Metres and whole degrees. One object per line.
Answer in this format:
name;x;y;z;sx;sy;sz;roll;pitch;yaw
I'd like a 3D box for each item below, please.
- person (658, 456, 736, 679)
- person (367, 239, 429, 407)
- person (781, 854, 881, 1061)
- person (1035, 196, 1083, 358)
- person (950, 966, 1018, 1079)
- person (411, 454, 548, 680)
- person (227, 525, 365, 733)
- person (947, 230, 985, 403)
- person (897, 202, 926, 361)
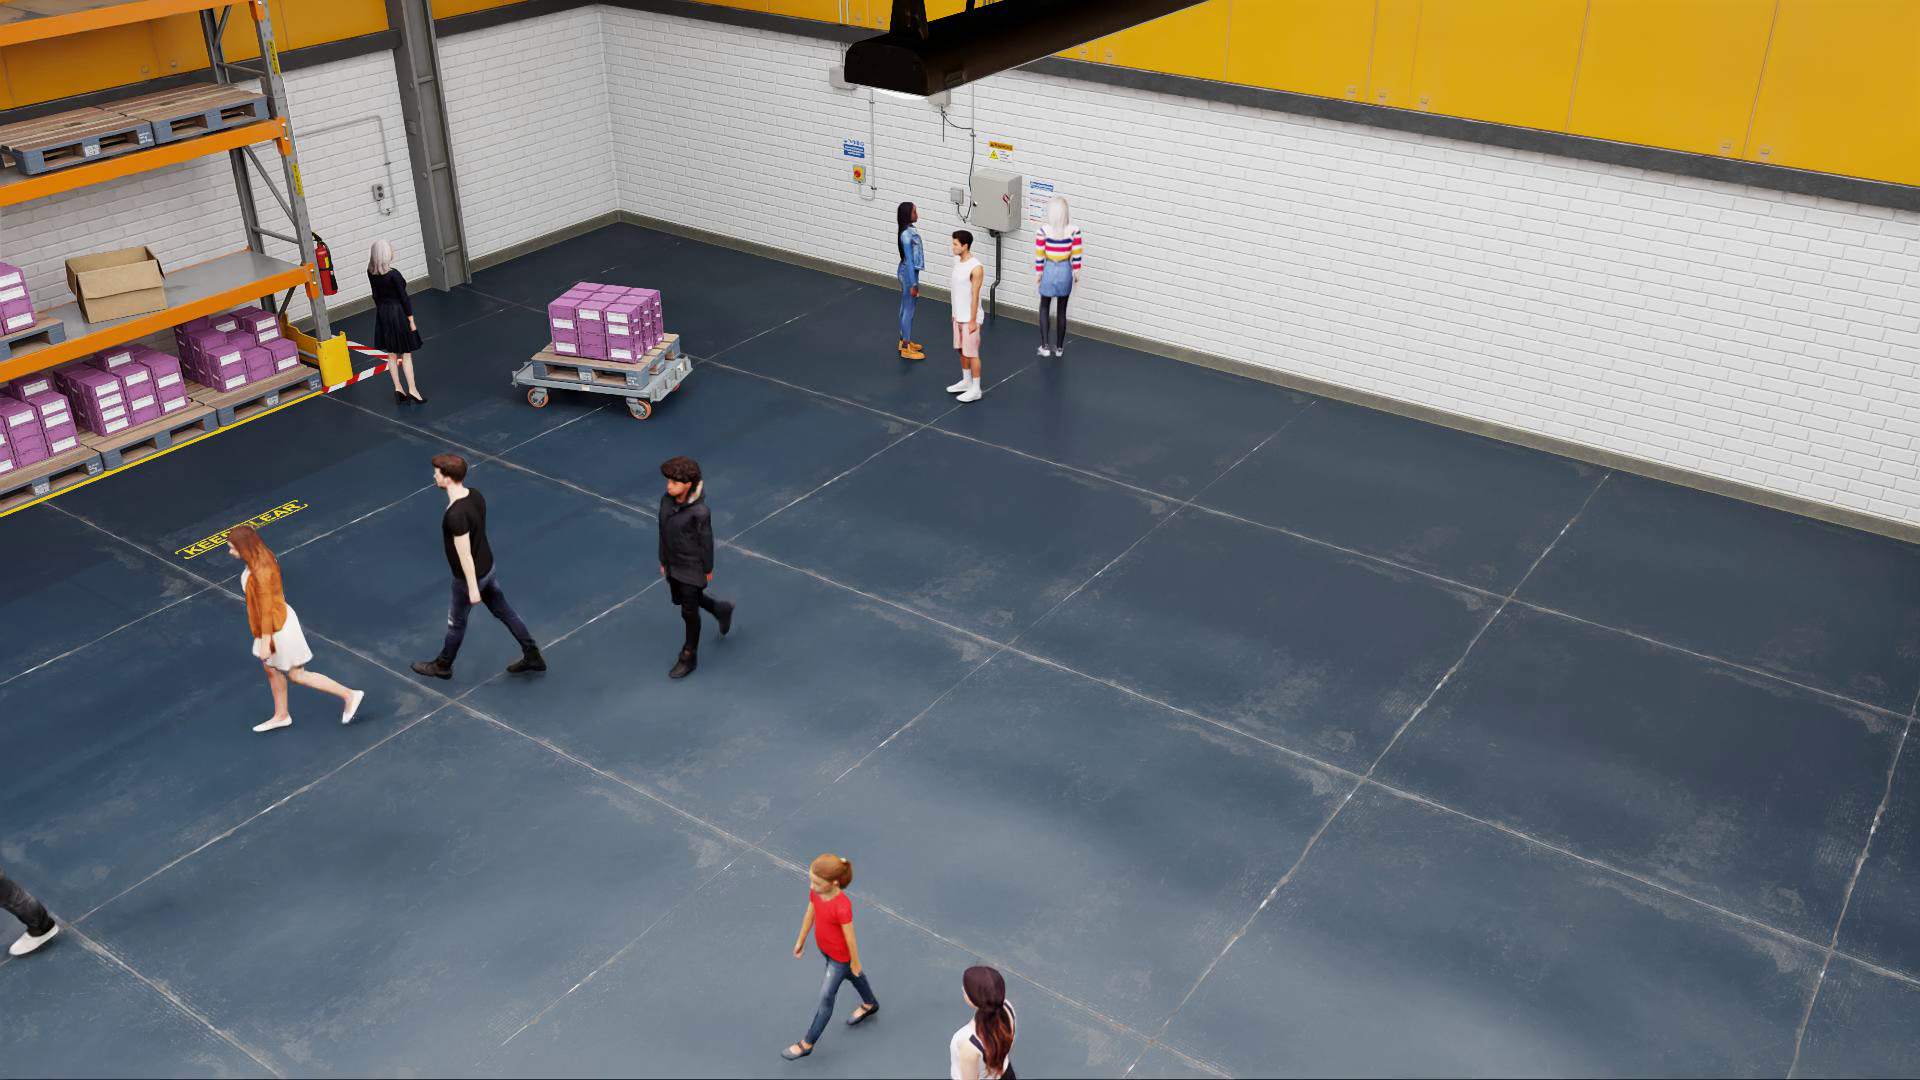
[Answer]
person;-2.006;0.141;12.512;0.626;1.761;1.002;19;34;31
person;-5.708;-2.204;16.826;0.648;1.746;0.626;12;31;20
person;-0.627;2.233;9.180;0.958;1.279;0.700;-18;34;-30
person;1.041;-2.809;17.872;0.805;1.808;0.851;1;29;1
person;0.130;2.688;7.962;0.621;1.647;0.479;15;32;26
person;-3.477;0.252;12.223;1.223;1.844;1.283;1;29;1
person;-4.712;0.622;11.714;1.101;1.682;0.908;-14;32;-25
person;0.092;-2.302;16.970;0.739;1.780;0.736;-14;31;-23
person;-0.556;-2.826;18.003;0.737;1.712;0.654;-2;29;-3
